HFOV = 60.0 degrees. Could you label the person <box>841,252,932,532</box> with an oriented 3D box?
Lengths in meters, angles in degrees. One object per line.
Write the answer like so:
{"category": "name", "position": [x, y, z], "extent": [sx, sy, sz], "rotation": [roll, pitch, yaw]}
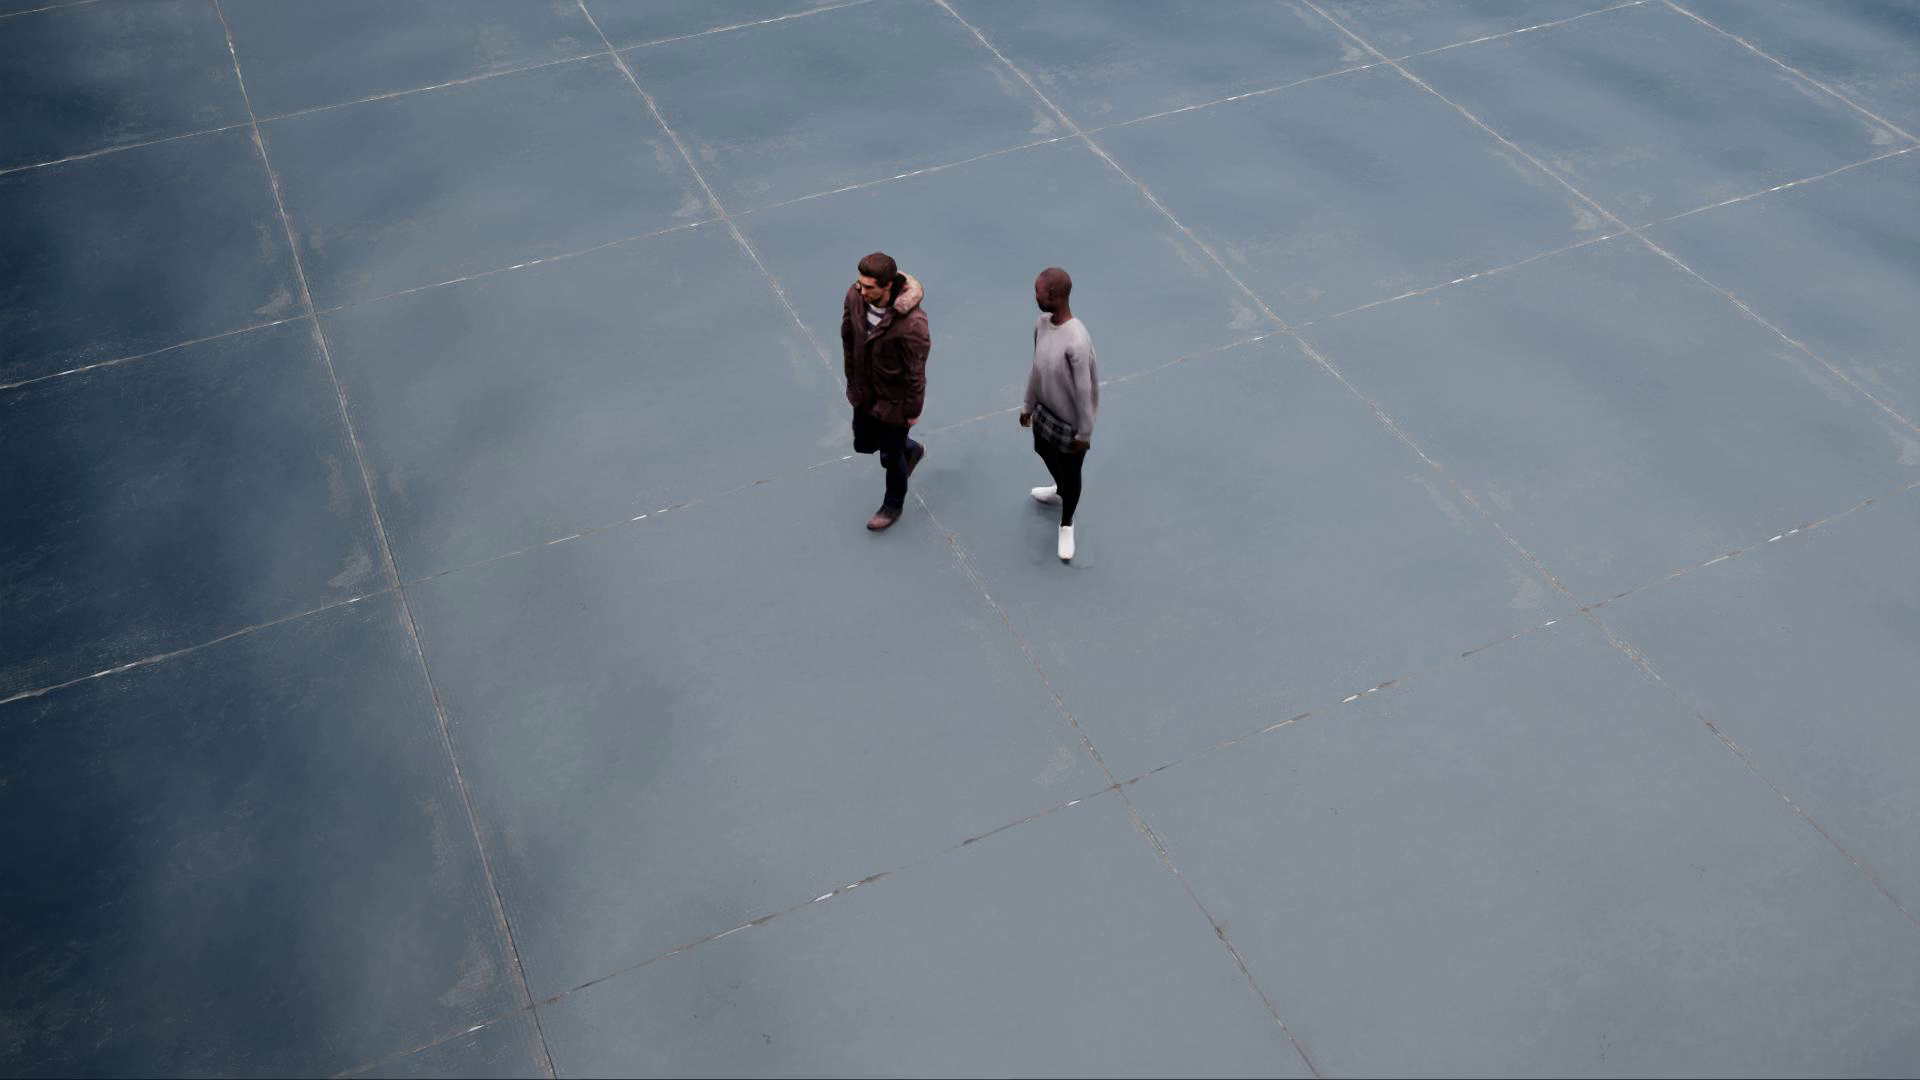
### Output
{"category": "person", "position": [-0.348, -0.871, 9.356], "extent": [0.938, 1.826, 1.004], "rotation": [31, 50, 29]}

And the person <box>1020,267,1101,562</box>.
{"category": "person", "position": [0.612, -0.678, 9.204], "extent": [0.600, 1.746, 0.841], "rotation": [30, 50, 29]}
